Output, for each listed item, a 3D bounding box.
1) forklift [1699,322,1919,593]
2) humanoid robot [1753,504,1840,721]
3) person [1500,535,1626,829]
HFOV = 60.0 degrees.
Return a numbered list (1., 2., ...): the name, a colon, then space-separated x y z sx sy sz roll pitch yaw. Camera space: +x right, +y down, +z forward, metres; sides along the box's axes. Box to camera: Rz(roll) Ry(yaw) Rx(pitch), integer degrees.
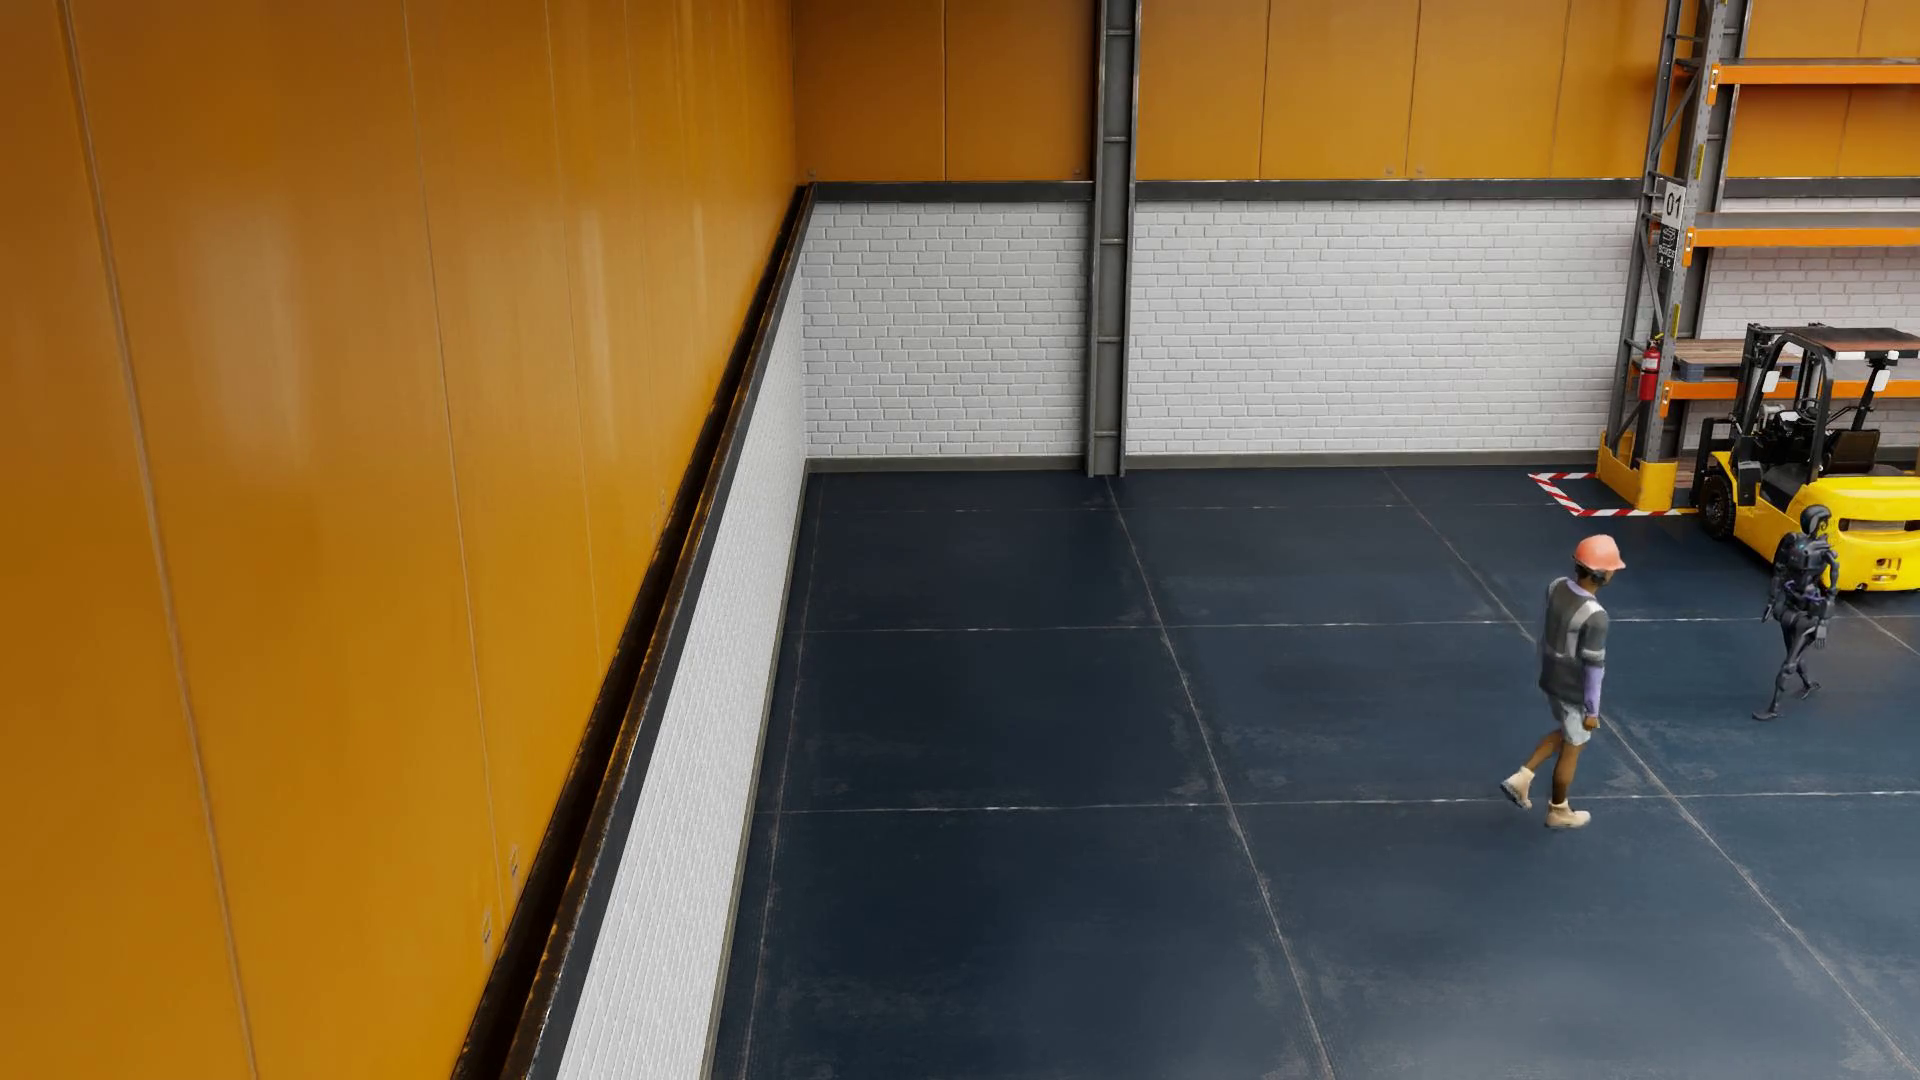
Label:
1. forklift: 7.809 -0.792 14.926 1.214 2.155 2.313 -1 20 -2
2. humanoid robot: 6.204 0.506 12.218 0.786 1.632 0.600 -7 21 -19
3. person: 3.845 0.918 10.524 0.506 2.031 0.634 -3 20 -8
